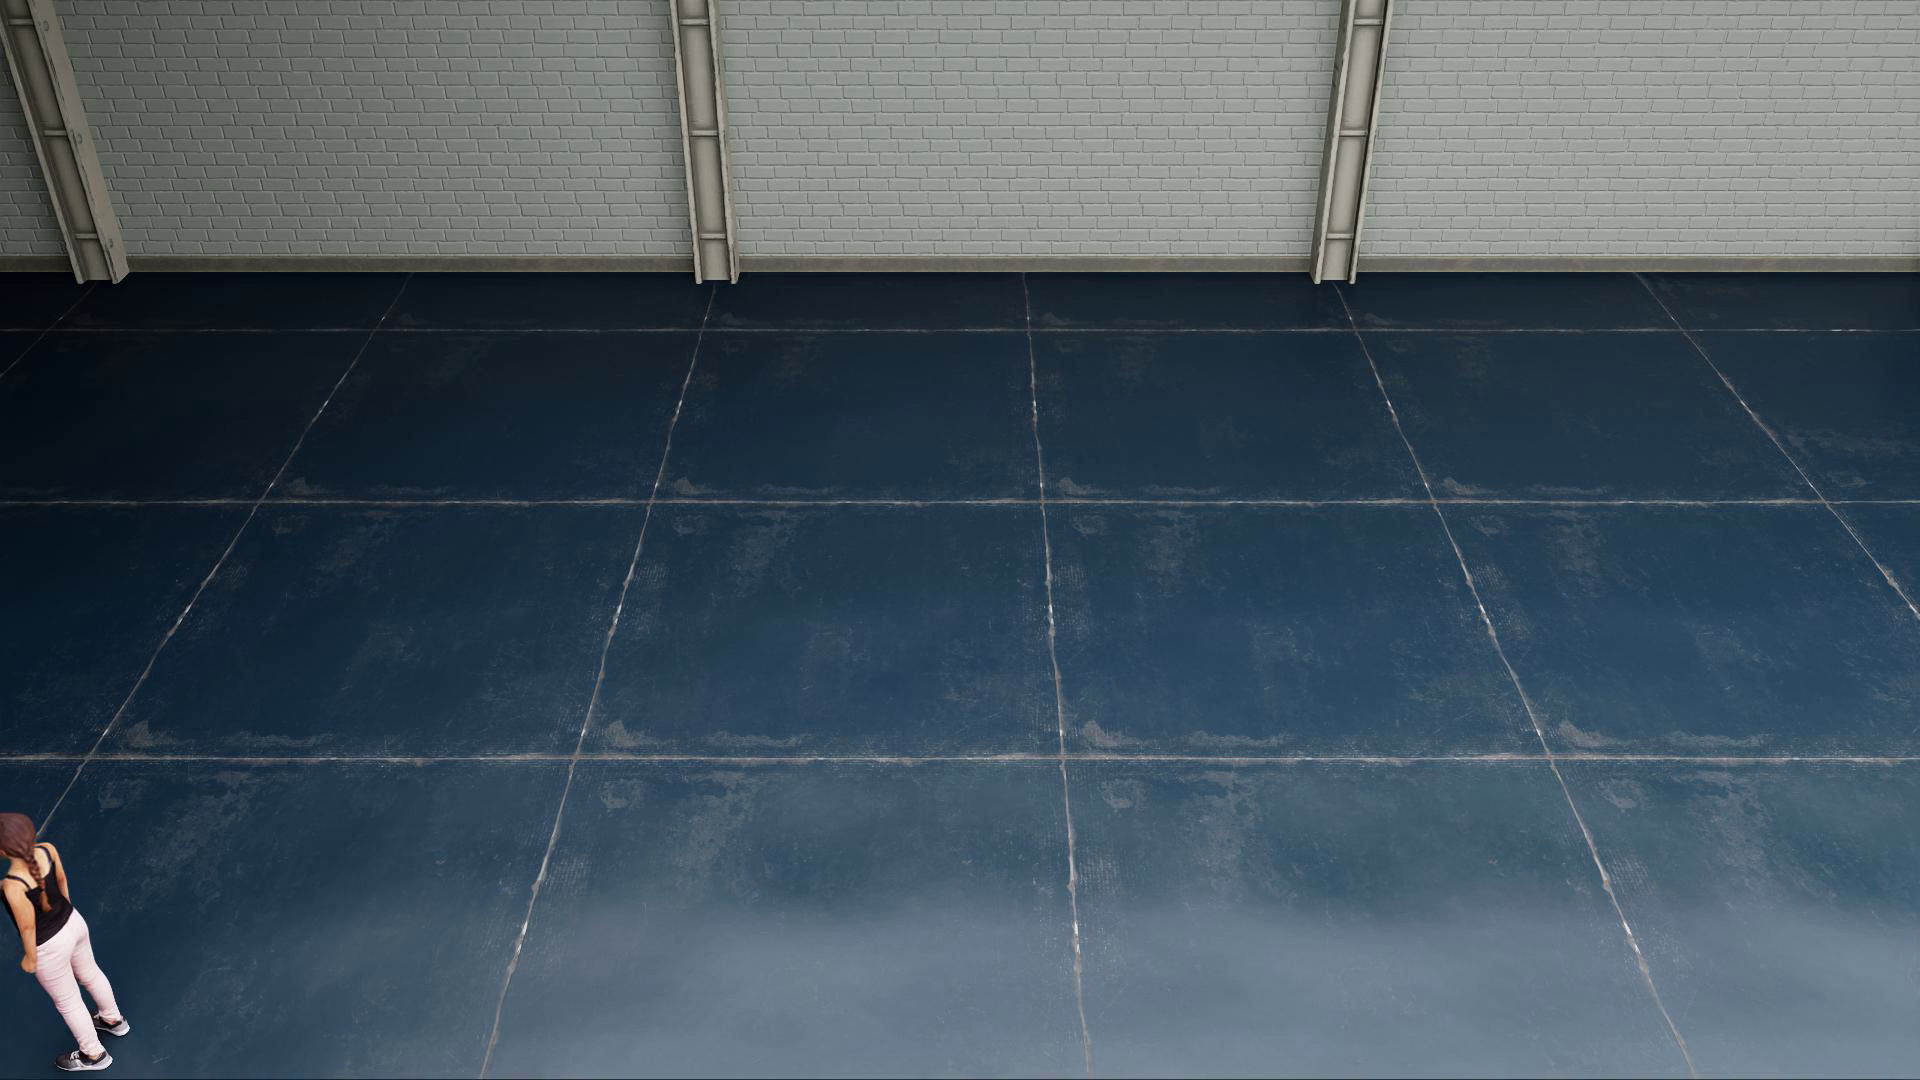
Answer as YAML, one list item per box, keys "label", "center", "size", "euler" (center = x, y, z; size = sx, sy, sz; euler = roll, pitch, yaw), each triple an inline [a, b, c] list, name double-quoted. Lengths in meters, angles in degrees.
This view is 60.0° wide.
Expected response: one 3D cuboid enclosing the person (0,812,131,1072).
- label: "person"
  center: [-4.317, 1.895, 7.938]
  size: [0.536, 1.565, 0.541]
  euler: [3, 33, 5]
